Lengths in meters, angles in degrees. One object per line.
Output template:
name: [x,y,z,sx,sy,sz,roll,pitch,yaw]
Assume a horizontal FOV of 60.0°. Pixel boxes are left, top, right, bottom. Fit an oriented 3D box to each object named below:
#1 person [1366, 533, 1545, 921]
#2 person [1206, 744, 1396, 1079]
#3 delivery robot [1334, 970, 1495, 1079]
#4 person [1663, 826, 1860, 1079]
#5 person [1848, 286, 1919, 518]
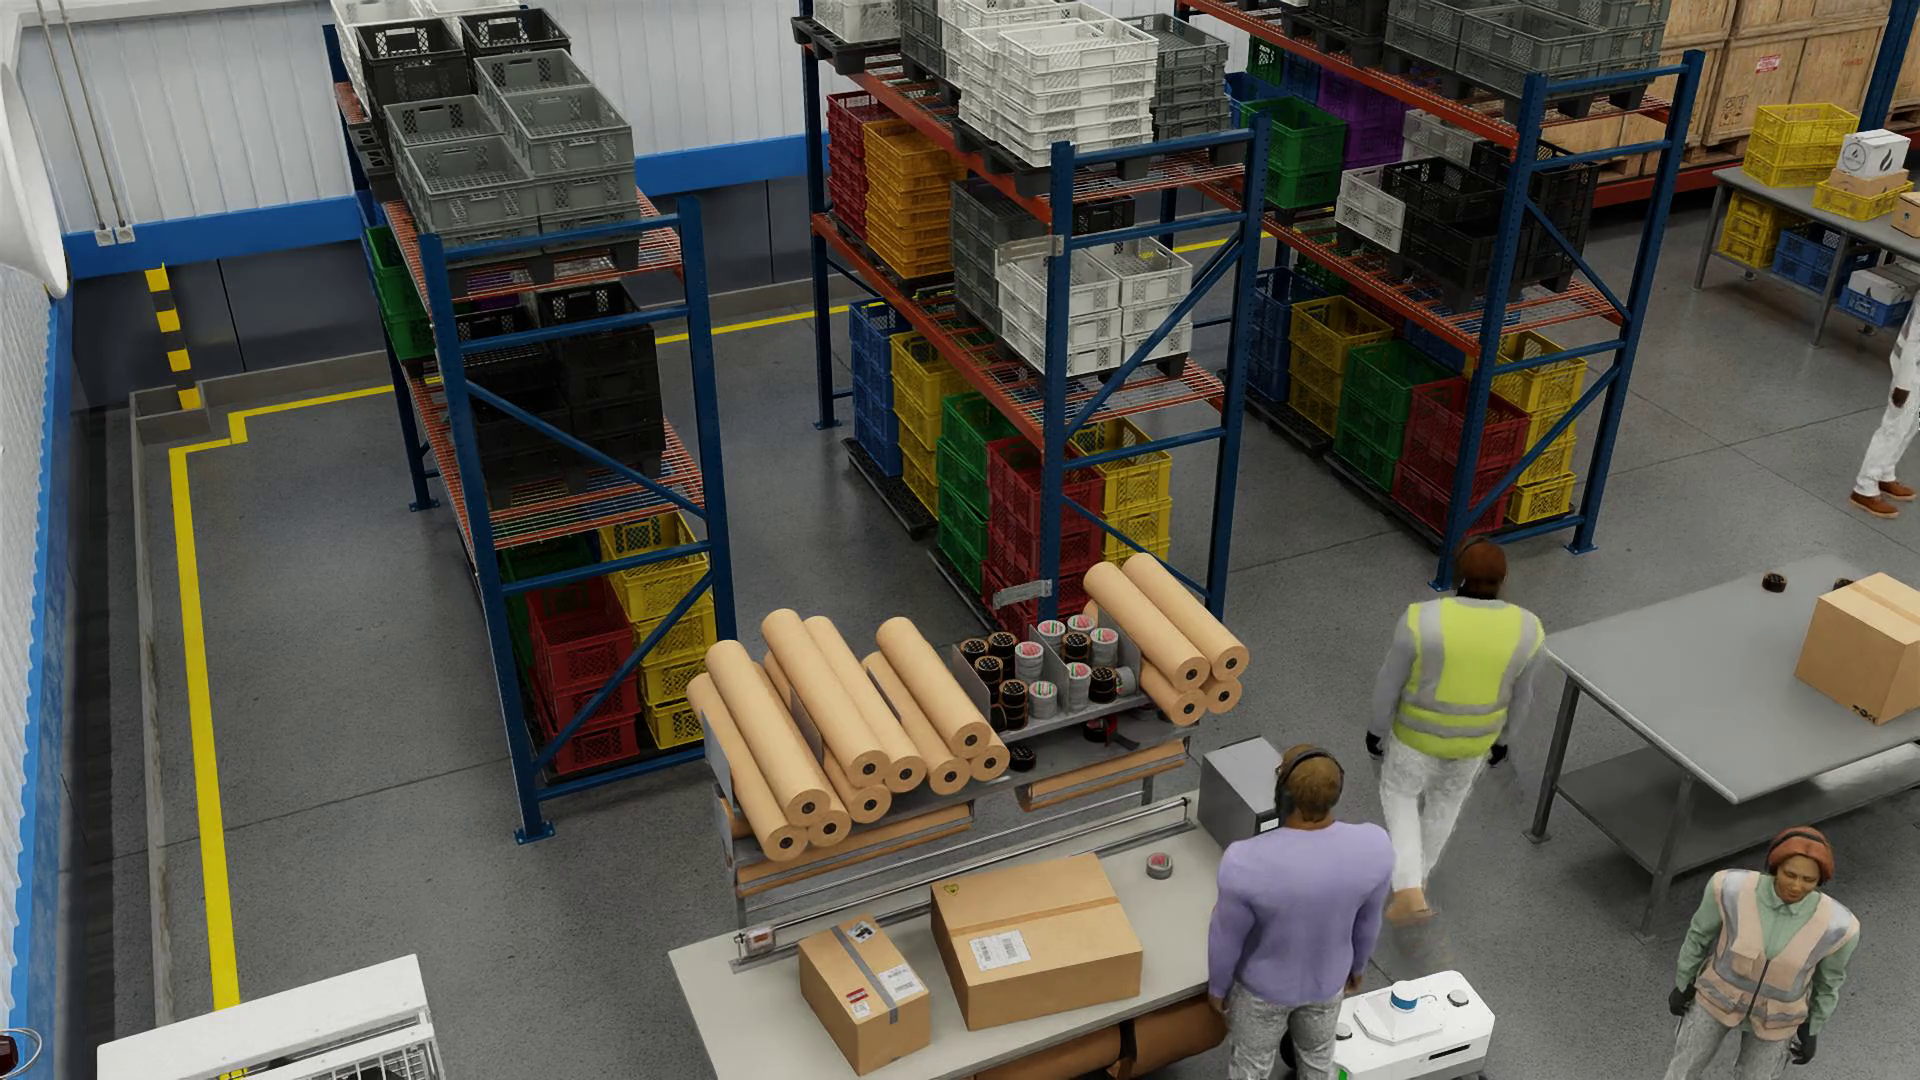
person: [2.090,0.859,7.096,0.668,1.817,0.621,0,32,0]
person: [1.164,1.535,5.886,0.629,1.930,0.375,-5,32,-9]
delivery robot: [1.702,1.921,6.470,0.707,0.478,0.477,-10,33,-16]
person: [2.803,1.669,5.932,0.517,1.645,0.307,15,35,23]
person: [5.848,-1.031,10.106,0.575,1.877,0.354,-24,39,-33]
